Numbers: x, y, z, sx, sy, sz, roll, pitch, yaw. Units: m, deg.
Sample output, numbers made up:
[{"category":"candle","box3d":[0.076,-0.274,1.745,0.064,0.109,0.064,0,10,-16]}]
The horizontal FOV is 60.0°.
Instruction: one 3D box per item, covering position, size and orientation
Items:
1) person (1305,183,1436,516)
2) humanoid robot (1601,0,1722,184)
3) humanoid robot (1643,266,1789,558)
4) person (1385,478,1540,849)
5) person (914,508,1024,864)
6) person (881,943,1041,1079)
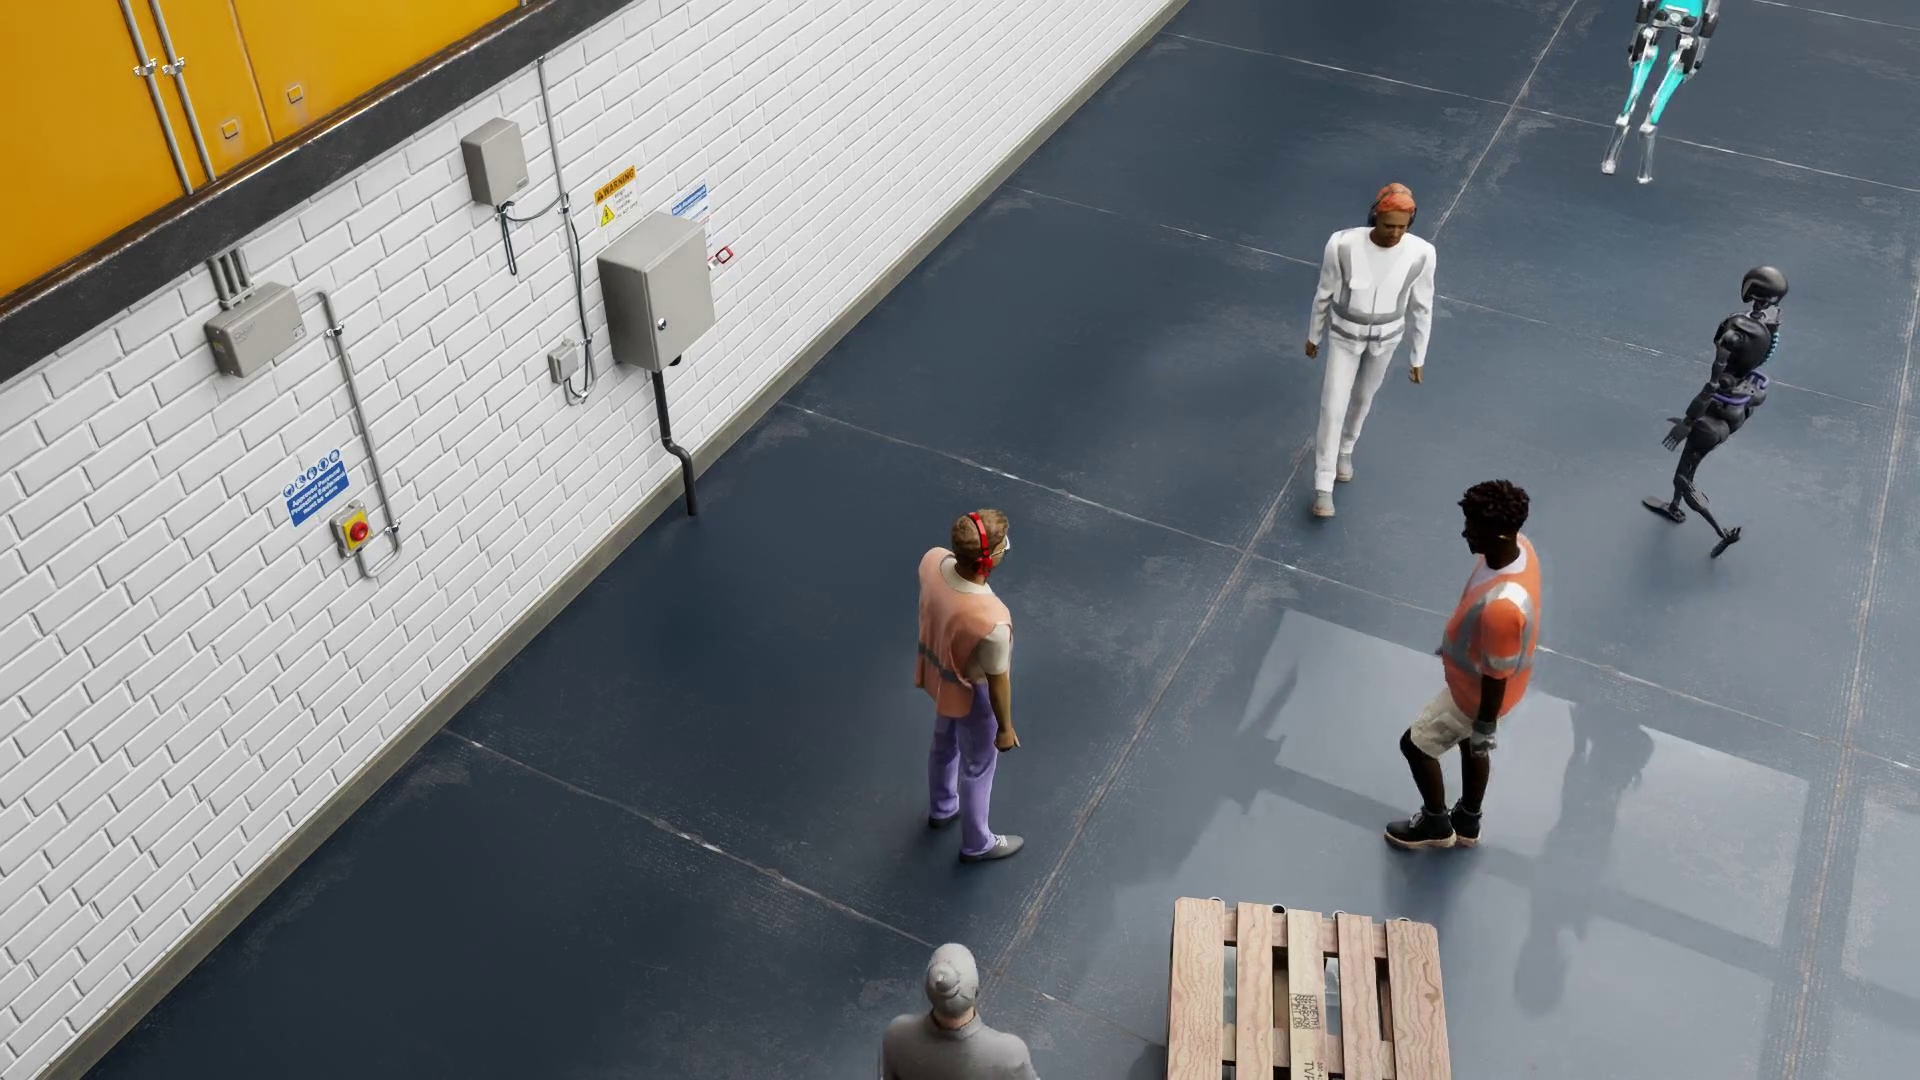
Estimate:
[{"category":"person","box3d":[2.148,-0.972,8.745,0.606,1.859,0.786,3,41,4]},{"category":"humanoid robot","box3d":[4.857,-3.312,11.564,0.530,1.784,0.752,24,46,25]},{"category":"humanoid robot","box3d":[3.975,-0.667,8.545,0.592,1.633,0.612,-29,49,-30]},{"category":"person","box3d":[2.102,0.562,6.908,0.557,1.936,0.645,15,43,16]},{"category":"person","box3d":[0.023,0.626,6.905,0.373,1.842,0.568,-22,46,-24]},{"category":"person","box3d":[-0.008,1.945,5.413,0.515,1.799,0.953,16,43,18]}]
